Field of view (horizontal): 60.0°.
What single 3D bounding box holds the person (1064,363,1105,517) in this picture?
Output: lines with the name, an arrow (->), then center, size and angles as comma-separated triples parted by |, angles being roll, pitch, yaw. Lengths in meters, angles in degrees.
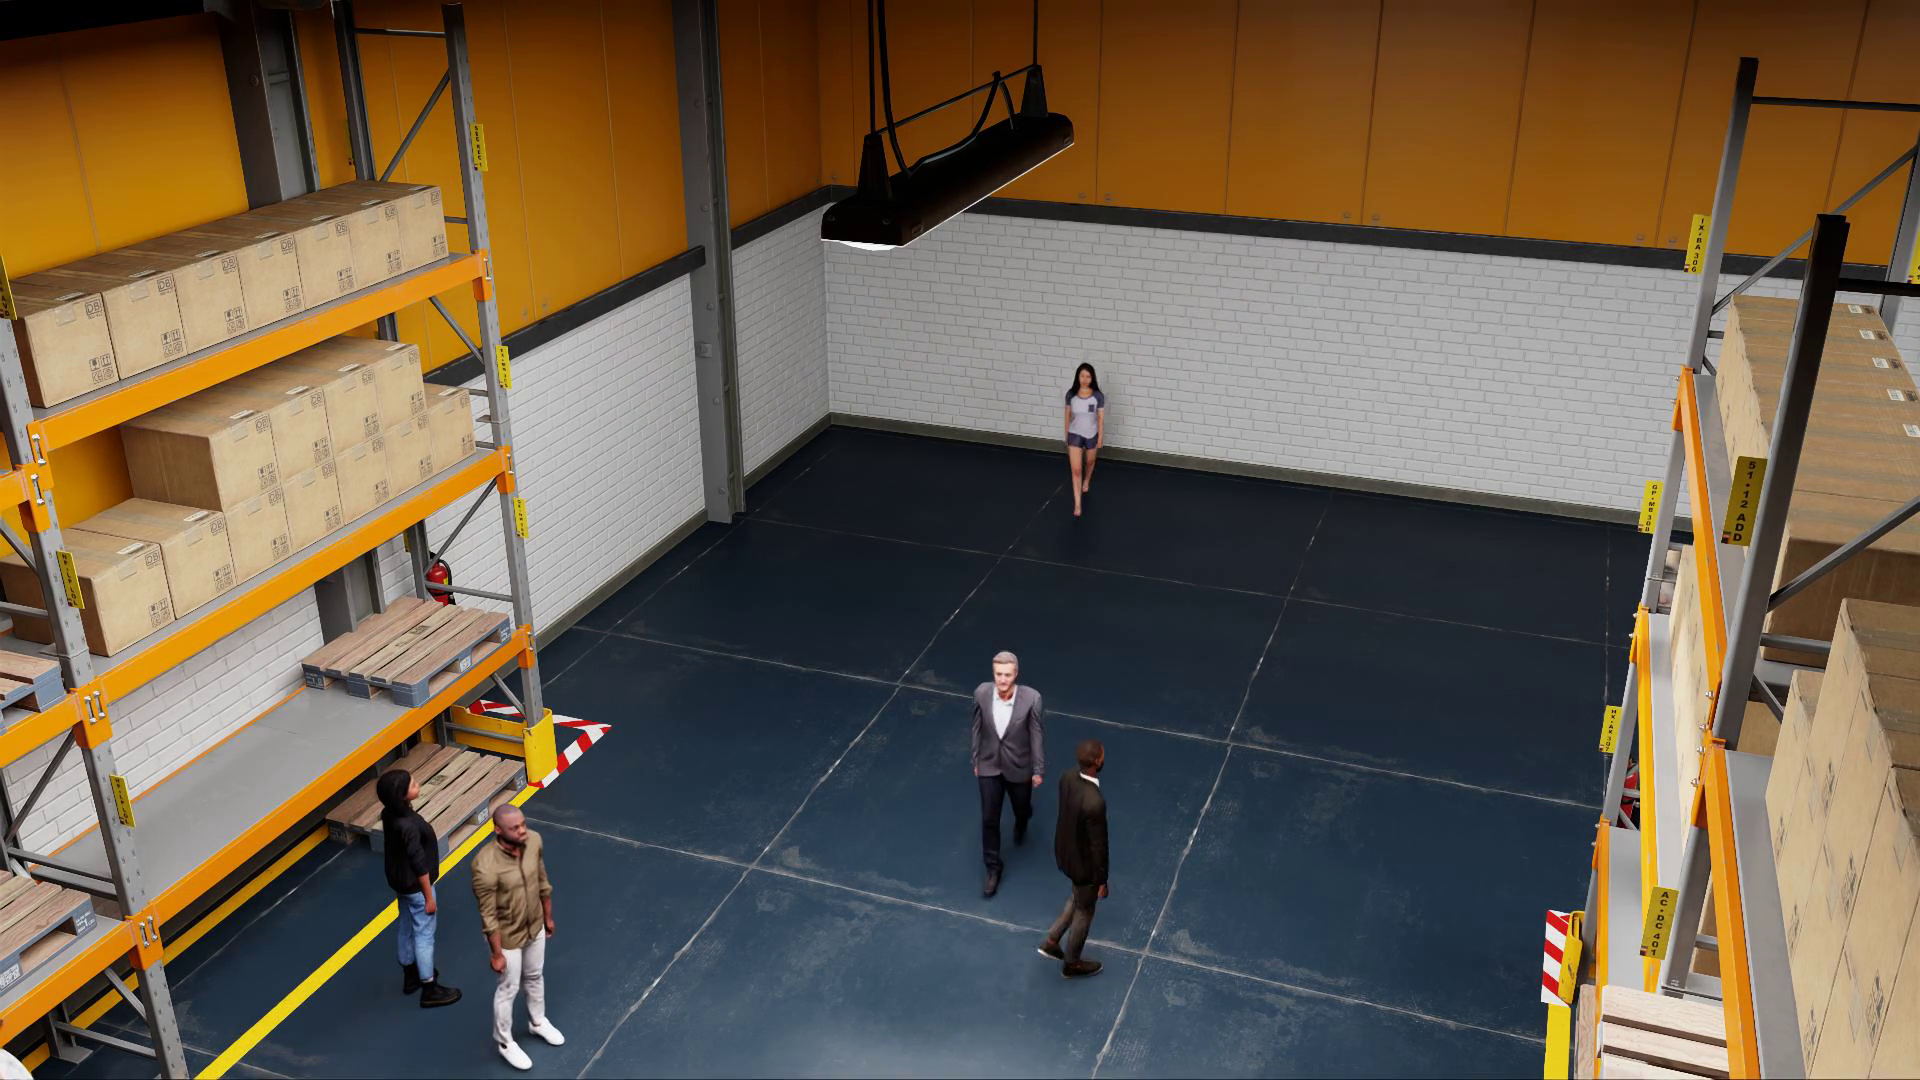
person -> 1.393, -1.176, 18.540 | 0.794, 1.659, 1.213 | 2, 24, 5

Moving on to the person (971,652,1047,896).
person -> 0.351, 1.594, 12.007 | 0.827, 1.815, 1.139 | 5, 24, 10

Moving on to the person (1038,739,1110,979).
person -> 0.711, 2.122, 10.833 | 0.894, 1.789, 0.825 | -8, 25, -18

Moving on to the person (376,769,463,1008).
person -> -3.529, 2.225, 10.706 | 0.669, 1.701, 0.656 | -21, 31, -39

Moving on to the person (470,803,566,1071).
person -> -2.729, 2.390, 10.185 | 0.819, 1.816, 0.594 | 14, 27, 29
